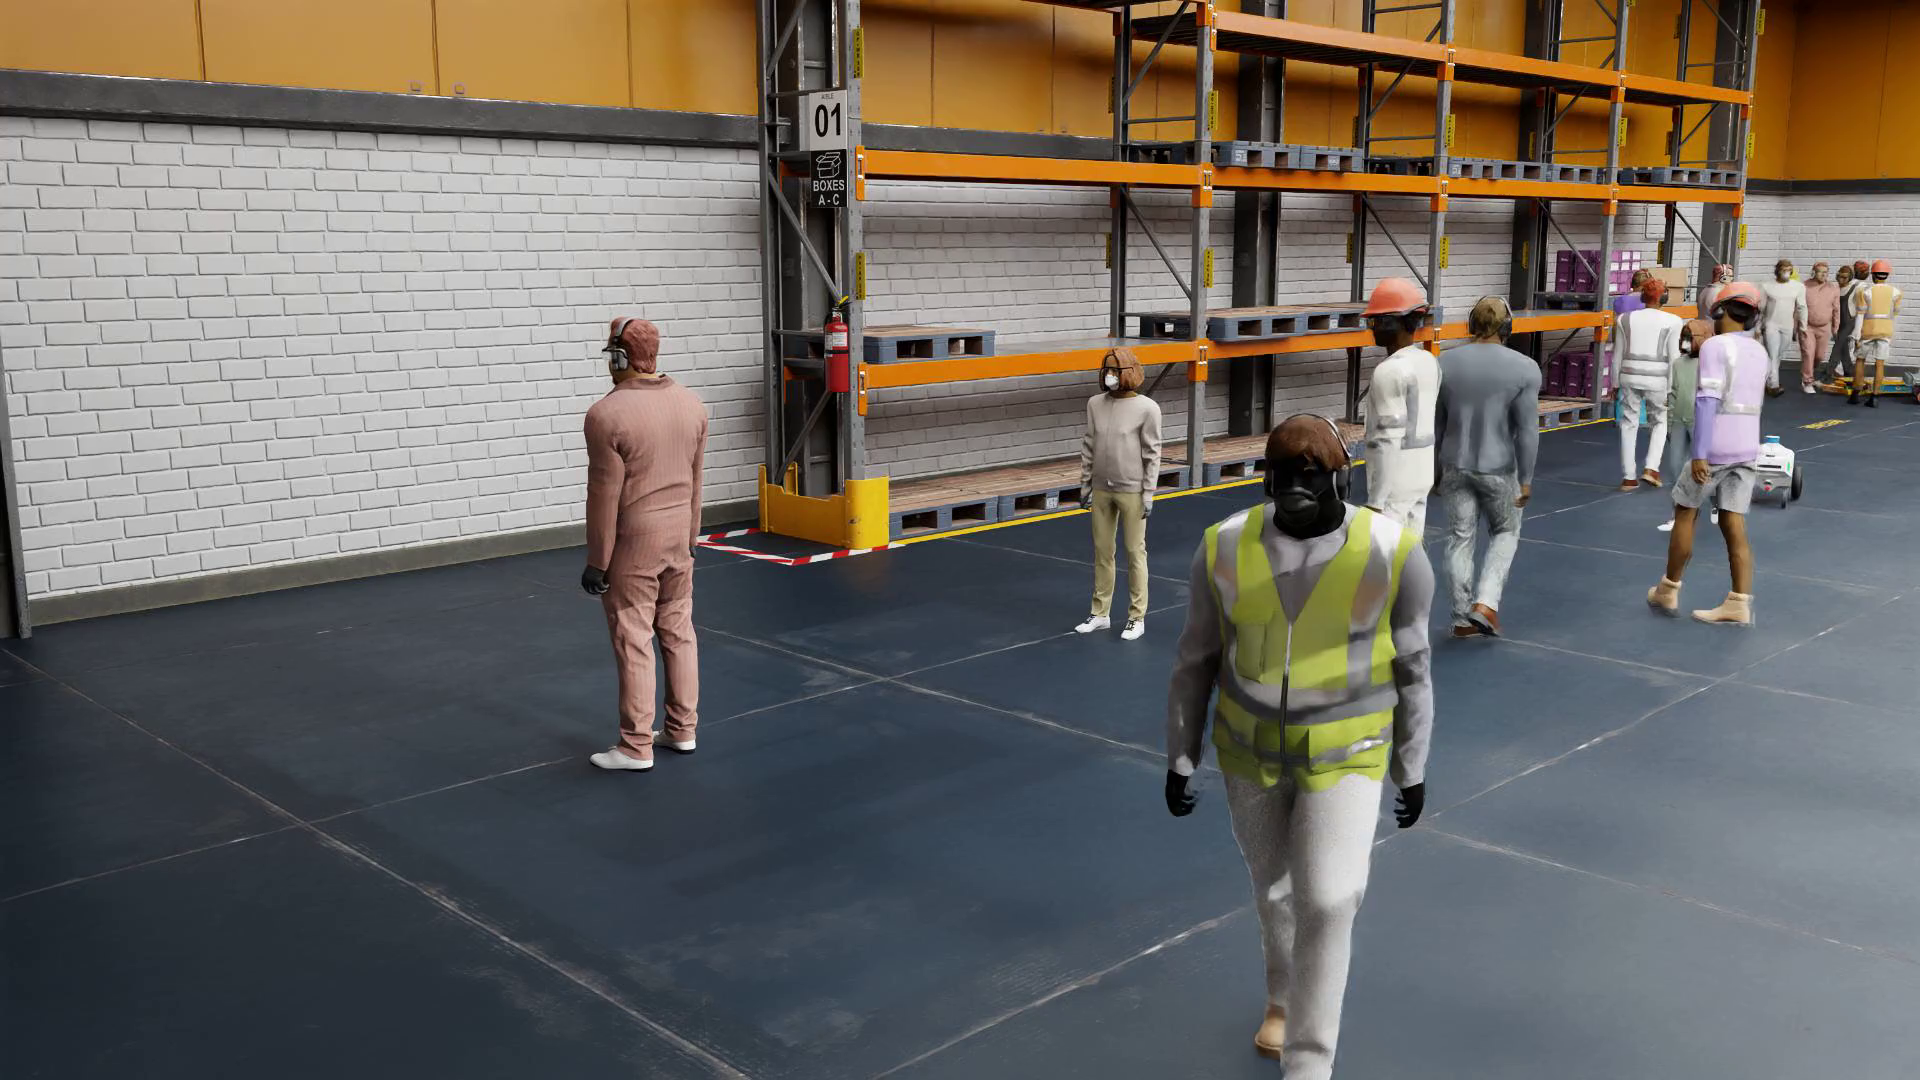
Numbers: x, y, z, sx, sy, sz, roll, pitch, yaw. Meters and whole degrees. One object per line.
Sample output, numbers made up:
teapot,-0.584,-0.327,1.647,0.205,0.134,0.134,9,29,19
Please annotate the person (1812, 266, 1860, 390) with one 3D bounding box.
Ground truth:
person,12.682,-3.055,24.056,0.935,1.785,0.541,-3,11,-17

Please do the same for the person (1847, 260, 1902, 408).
person,12.010,-2.710,21.873,0.541,1.904,0.792,3,11,15

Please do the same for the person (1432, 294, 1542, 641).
person,2.865,-0.380,9.152,0.628,1.926,0.427,7,12,32

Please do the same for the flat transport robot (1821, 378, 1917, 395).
flat transport robot,13.000,-2.168,23.397,1.431,0.197,0.652,-1,10,-3

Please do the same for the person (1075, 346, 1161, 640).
person,0.883,-0.263,9.289,0.498,1.633,0.285,8,13,37

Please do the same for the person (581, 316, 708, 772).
person,-1.348,0.019,7.007,0.411,1.909,0.643,7,12,32

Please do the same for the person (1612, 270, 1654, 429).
person,7.828,-2.203,19.310,0.389,1.837,0.563,-8,13,-39

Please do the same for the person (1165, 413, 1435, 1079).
person,0.832,0.582,4.247,0.659,1.794,0.946,5,12,26

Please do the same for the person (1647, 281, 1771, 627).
person,4.384,-0.508,9.697,0.701,1.976,0.770,-5,11,-25

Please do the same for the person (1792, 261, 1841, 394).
person,12.205,-3.040,23.779,0.643,1.881,0.779,1,10,8

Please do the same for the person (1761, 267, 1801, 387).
person,11.979,-3.139,24.573,0.642,1.786,0.651,1,10,8

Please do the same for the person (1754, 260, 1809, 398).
person,11.372,-2.912,23.002,0.653,1.890,0.983,1,10,4

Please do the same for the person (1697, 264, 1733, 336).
person,9.094,-2.360,20.021,0.400,1.900,0.636,0,10,1

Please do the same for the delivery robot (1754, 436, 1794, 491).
delivery robot,6.821,-0.633,13.993,0.477,0.478,0.707,5,12,27

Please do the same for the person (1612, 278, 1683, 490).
person,6.040,-1.366,14.673,0.596,1.871,0.461,7,13,35

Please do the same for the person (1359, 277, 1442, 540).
person,2.115,-0.262,8.173,0.392,2.039,0.612,7,12,33

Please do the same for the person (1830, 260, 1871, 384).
person,13.152,-3.194,24.643,0.441,1.867,0.672,-1,10,-4

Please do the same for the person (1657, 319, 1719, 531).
person,5.583,-0.861,12.597,0.451,1.613,0.513,-5,11,-25
